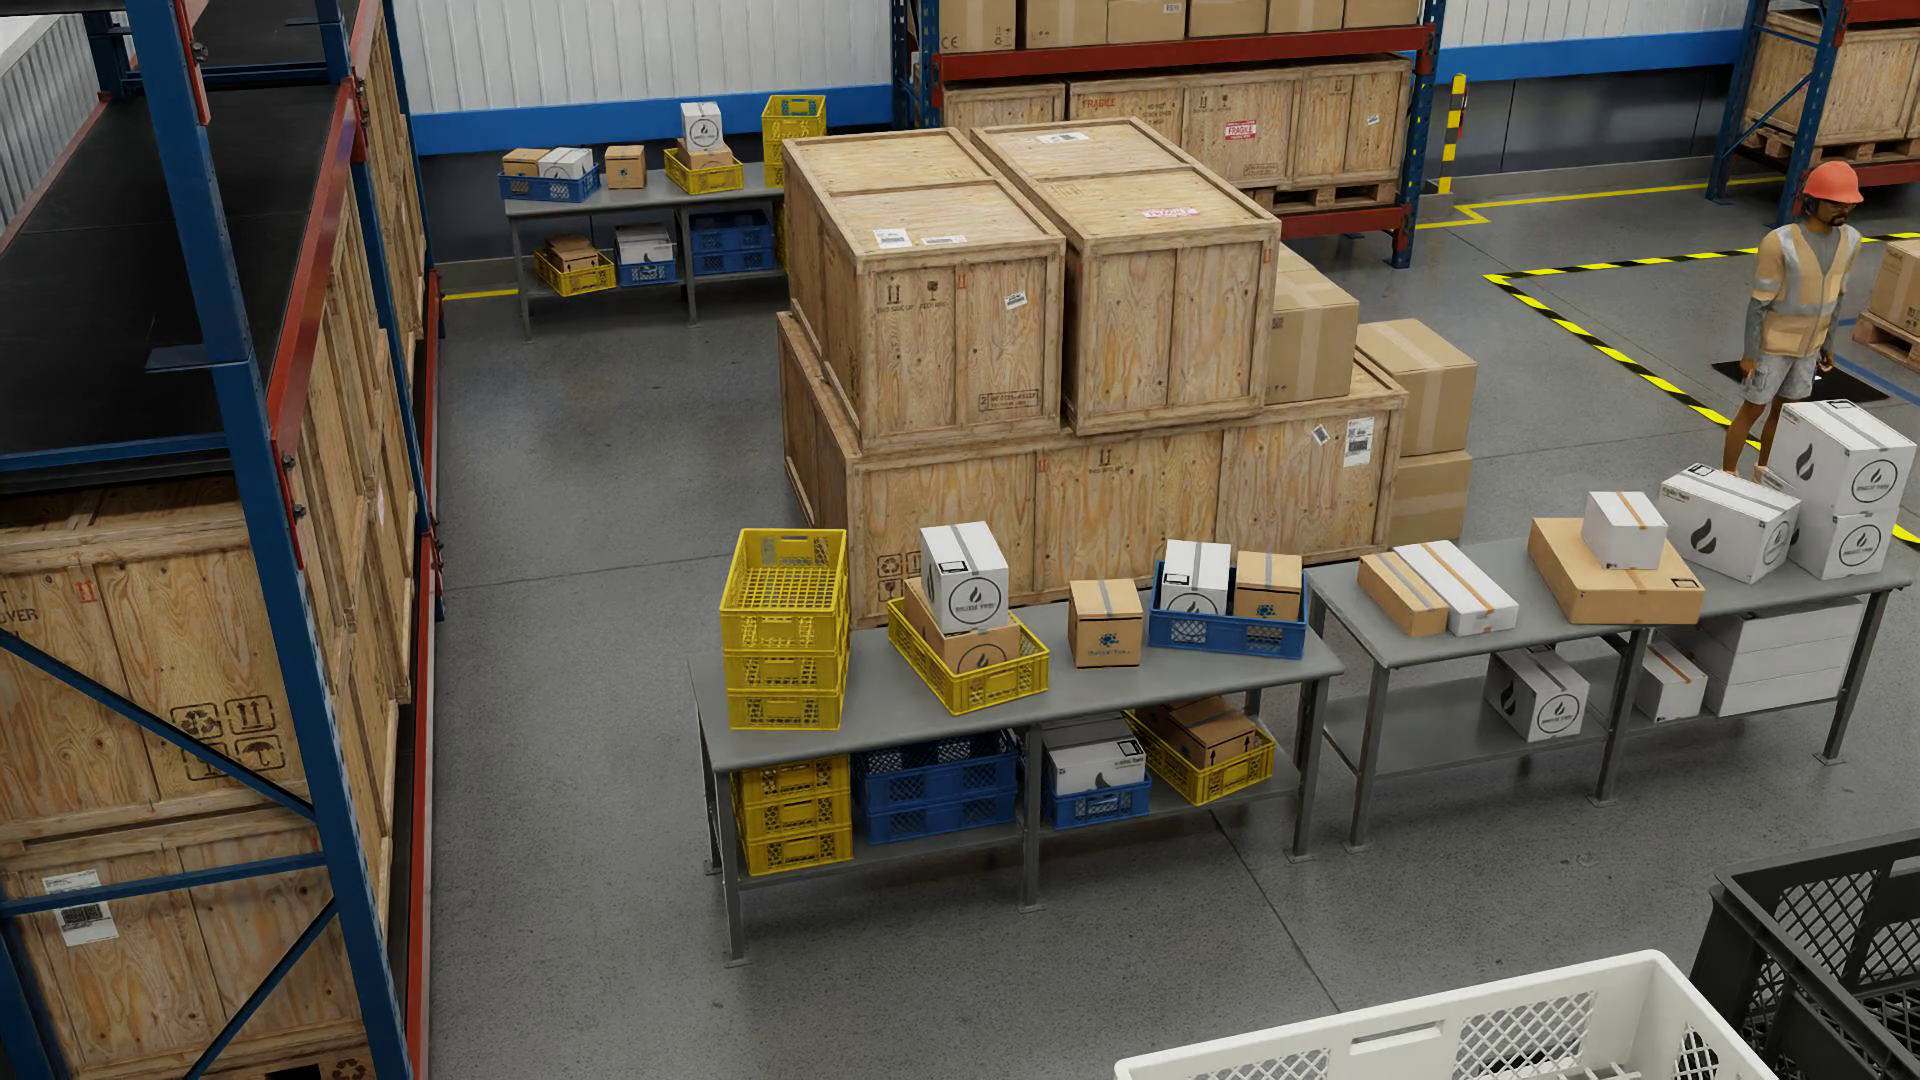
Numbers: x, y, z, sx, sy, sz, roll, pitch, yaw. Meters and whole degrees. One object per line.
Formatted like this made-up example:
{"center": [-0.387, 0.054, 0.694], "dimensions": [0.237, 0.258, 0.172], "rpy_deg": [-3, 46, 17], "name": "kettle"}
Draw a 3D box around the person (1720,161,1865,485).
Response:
{"center": [4.639, -1.101, 9.275], "dimensions": [0.607, 2.048, 0.366], "rpy_deg": [-8, 30, -14], "name": "person"}
